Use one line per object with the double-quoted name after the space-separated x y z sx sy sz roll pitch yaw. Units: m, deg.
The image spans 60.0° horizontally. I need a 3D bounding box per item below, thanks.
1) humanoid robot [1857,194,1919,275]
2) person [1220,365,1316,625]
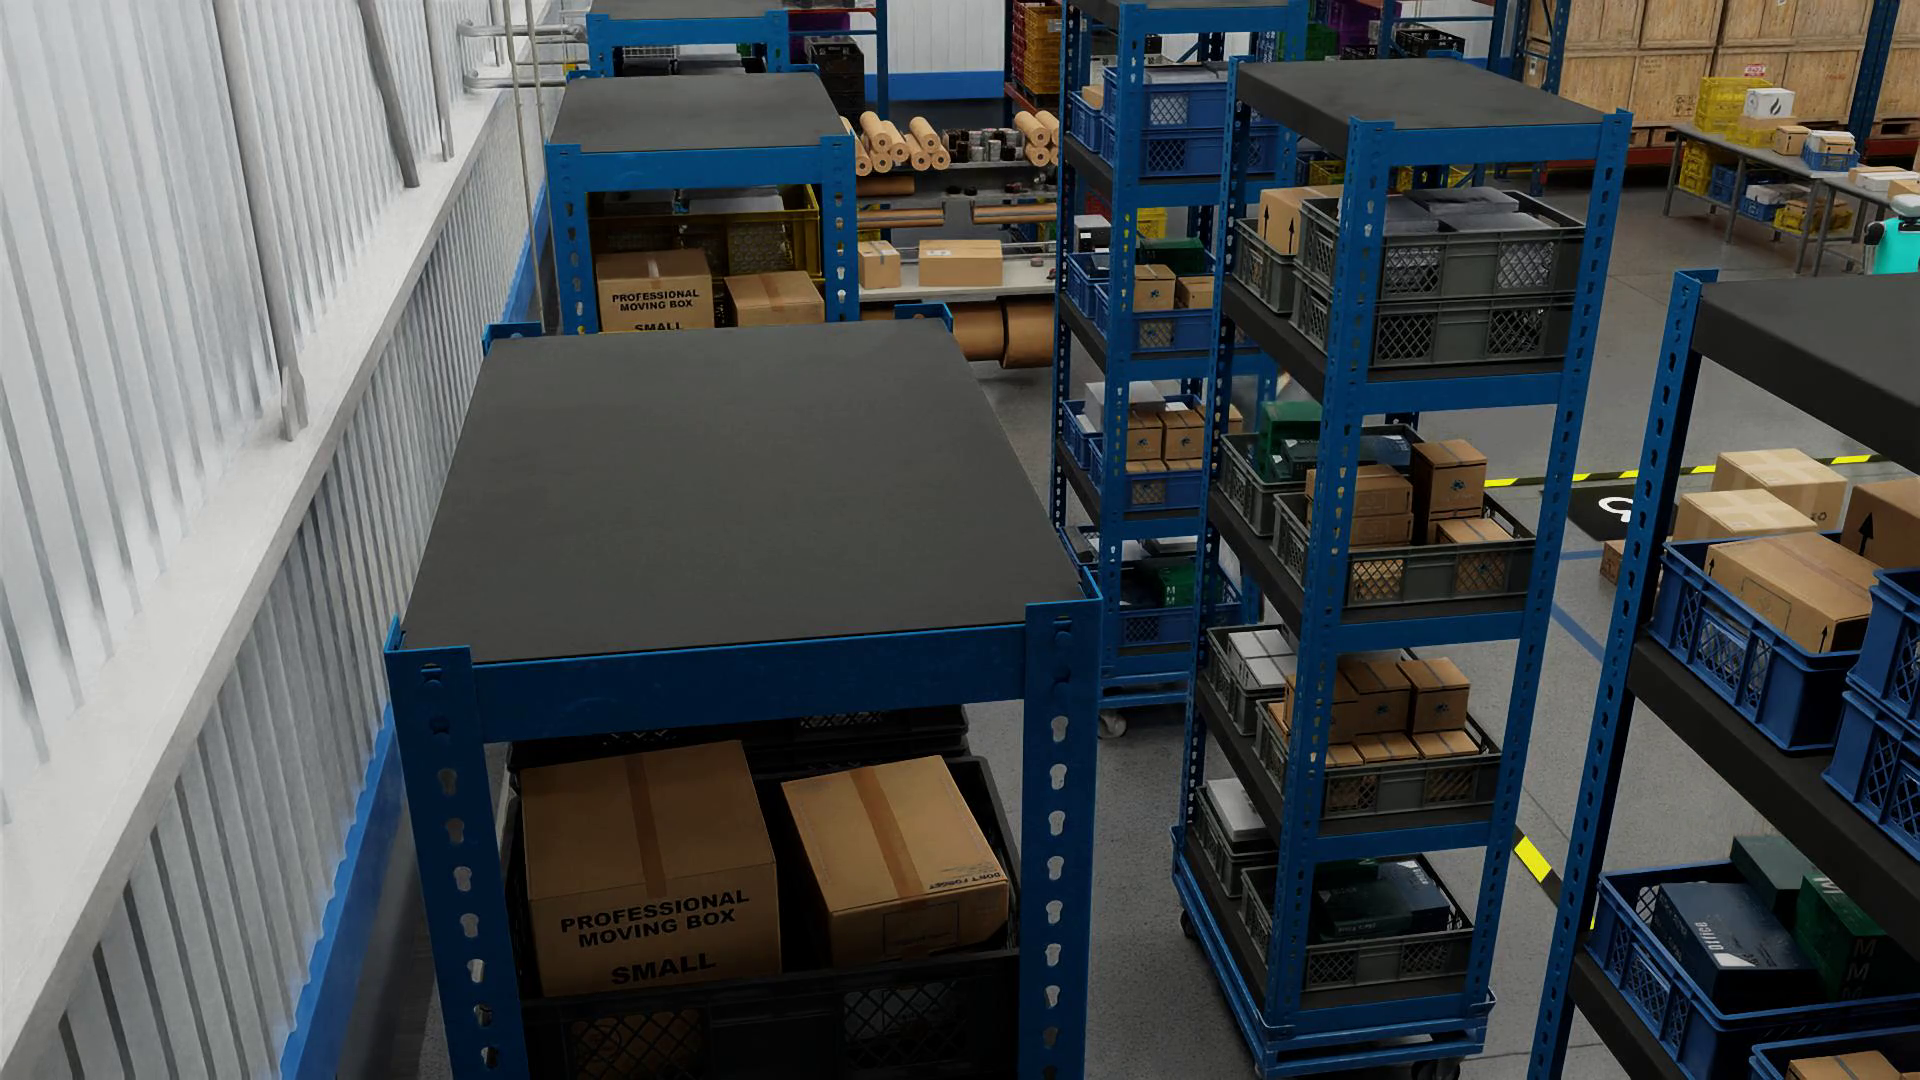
6.652 -1.544 11.736 0.533 1.677 0.735 0 25 0 "humanoid robot"
1.722 -0.402 9.319 0.597 1.820 0.890 0 25 0 "person"
